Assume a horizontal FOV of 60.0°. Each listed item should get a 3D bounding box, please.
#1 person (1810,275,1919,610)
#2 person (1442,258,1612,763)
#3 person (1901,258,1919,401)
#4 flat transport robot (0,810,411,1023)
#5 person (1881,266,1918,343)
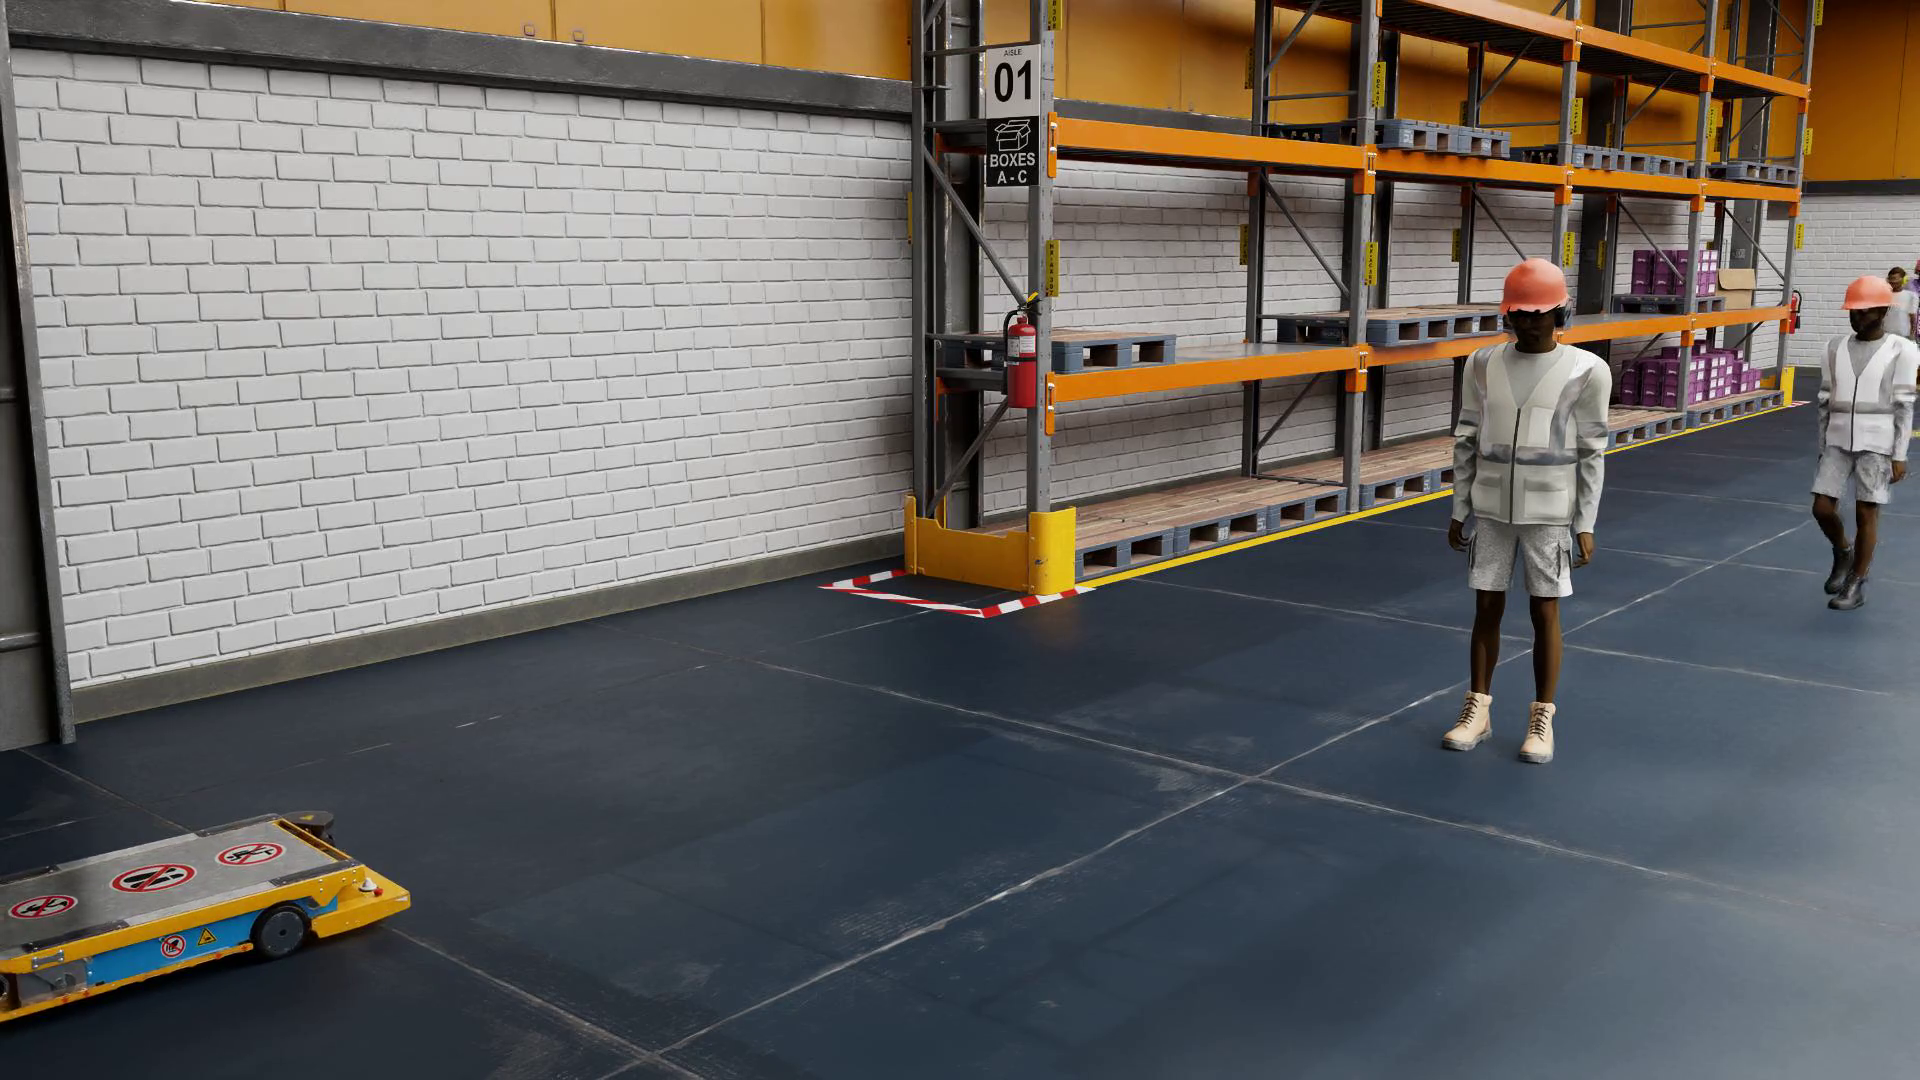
[{"bbox_3d":[5.170,-0.547,9.546,0.444,1.923,0.543,-8,13,-39],"label":"person"},{"bbox_3d":[2.276,-0.112,6.739,0.605,2.034,0.391,7,12,35],"label":"person"},{"bbox_3d":[12.853,-2.825,22.342,0.645,1.978,1.010,7,12,34],"label":"person"},{"bbox_3d":[-2.429,1.100,4.853,1.431,0.197,0.652,-10,14,-44],"label":"flat transport robot"},{"bbox_3d":[12.089,-2.605,21.500,0.506,1.854,0.690,10,14,43],"label":"person"}]
